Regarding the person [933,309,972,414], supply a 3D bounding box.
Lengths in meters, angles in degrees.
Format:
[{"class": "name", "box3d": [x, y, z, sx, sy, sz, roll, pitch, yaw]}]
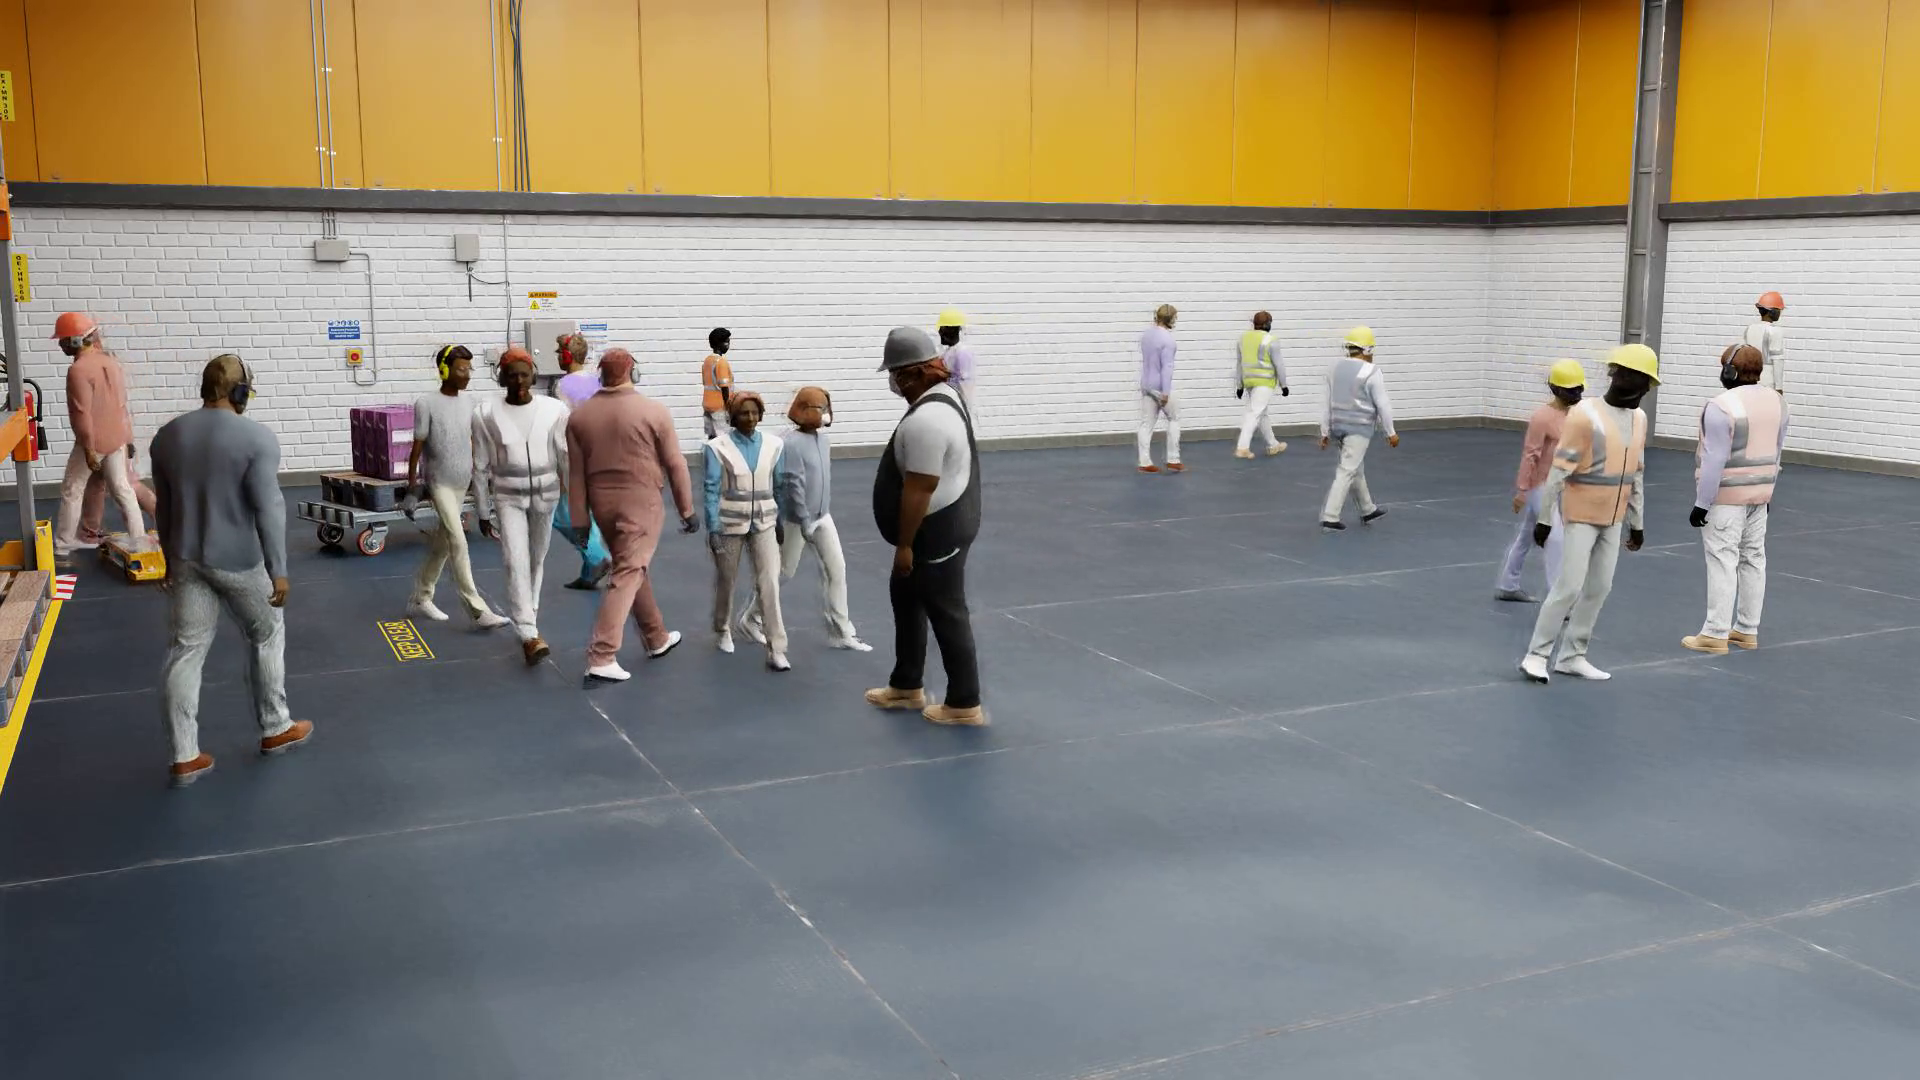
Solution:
[{"class": "person", "box3d": [-0.091, -1.281, 16.127, 0.408, 1.911, 0.596, -1, 9, -6]}]

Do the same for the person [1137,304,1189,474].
[{"class": "person", "box3d": [2.307, -1.690, 18.677, 0.756, 1.903, 0.618, -5, 11, -30]}]

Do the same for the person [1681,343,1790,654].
[{"class": "person", "box3d": [4.597, -0.243, 9.909, 0.621, 1.845, 0.429, -4, 10, -26]}]

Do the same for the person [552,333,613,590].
[{"class": "person", "box3d": [-2.686, -0.536, 11.729, 0.434, 1.837, 0.586, 3, 10, 16]}]

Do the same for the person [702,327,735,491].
[{"class": "person", "box3d": [-2.500, -1.353, 17.259, 0.319, 1.692, 0.533, -5, 11, -30]}]

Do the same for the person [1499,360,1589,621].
[{"class": "person", "box3d": [3.896, -0.349, 11.039, 0.552, 1.692, 0.813, -8, 12, -40]}]

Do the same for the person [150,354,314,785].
[{"class": "person", "box3d": [-3.321, 0.107, 7.574, 0.724, 1.884, 0.900, 2, 9, 11]}]

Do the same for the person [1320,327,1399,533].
[{"class": "person", "box3d": [3.488, -0.963, 14.549, 0.913, 1.787, 0.601, -5, 10, -28]}]

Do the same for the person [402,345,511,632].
[{"class": "person", "box3d": [-3.229, -0.334, 10.596, 0.990, 1.804, 0.546, 5, 10, 28]}]

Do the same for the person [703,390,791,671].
[{"class": "person", "box3d": [-1.254, -0.077, 9.660, 0.534, 1.593, 0.879, -4, 10, -26]}]

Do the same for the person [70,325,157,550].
[{"class": "person", "box3d": [-6.872, -0.831, 13.548, 0.936, 1.864, 0.652, -3, 10, -16]}]

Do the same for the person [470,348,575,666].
[{"class": "person", "box3d": [-2.535, -0.205, 9.752, 0.579, 1.820, 1.031, -5, 10, -27]}]

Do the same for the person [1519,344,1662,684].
[{"class": "person", "box3d": [3.492, -0.136, 9.129, 0.647, 1.878, 0.498, -5, 11, -29]}]

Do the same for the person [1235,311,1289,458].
[{"class": "person", "box3d": [3.694, -1.900, 20.374, 1.008, 1.792, 0.623, -6, 11, -33]}]

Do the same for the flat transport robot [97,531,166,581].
[{"class": "flat transport robot", "box3d": [-6.090, 0.092, 12.689, 0.652, 0.197, 1.431, -7, 11, -36]}]

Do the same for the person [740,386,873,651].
[{"class": "person", "box3d": [-0.959, -0.130, 9.999, 0.845, 1.602, 0.494, 5, 11, 29]}]

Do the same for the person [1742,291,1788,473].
[{"class": "person", "box3d": [9.095, -1.777, 18.805, 0.379, 2.044, 0.607, -2, 9, -13]}]

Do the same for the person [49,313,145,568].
[{"class": "person", "box3d": [-6.704, -0.748, 12.695, 0.957, 1.949, 0.641, 0, 9, 3]}]

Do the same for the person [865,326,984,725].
[{"class": "person", "box3d": [-0.231, -0.077, 8.261, 0.786, 2.000, 0.722, 1, 9, 7]}]

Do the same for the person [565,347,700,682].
[{"class": "person", "box3d": [-1.868, -0.160, 9.393, 0.643, 1.846, 1.050, 4, 10, 24]}]
